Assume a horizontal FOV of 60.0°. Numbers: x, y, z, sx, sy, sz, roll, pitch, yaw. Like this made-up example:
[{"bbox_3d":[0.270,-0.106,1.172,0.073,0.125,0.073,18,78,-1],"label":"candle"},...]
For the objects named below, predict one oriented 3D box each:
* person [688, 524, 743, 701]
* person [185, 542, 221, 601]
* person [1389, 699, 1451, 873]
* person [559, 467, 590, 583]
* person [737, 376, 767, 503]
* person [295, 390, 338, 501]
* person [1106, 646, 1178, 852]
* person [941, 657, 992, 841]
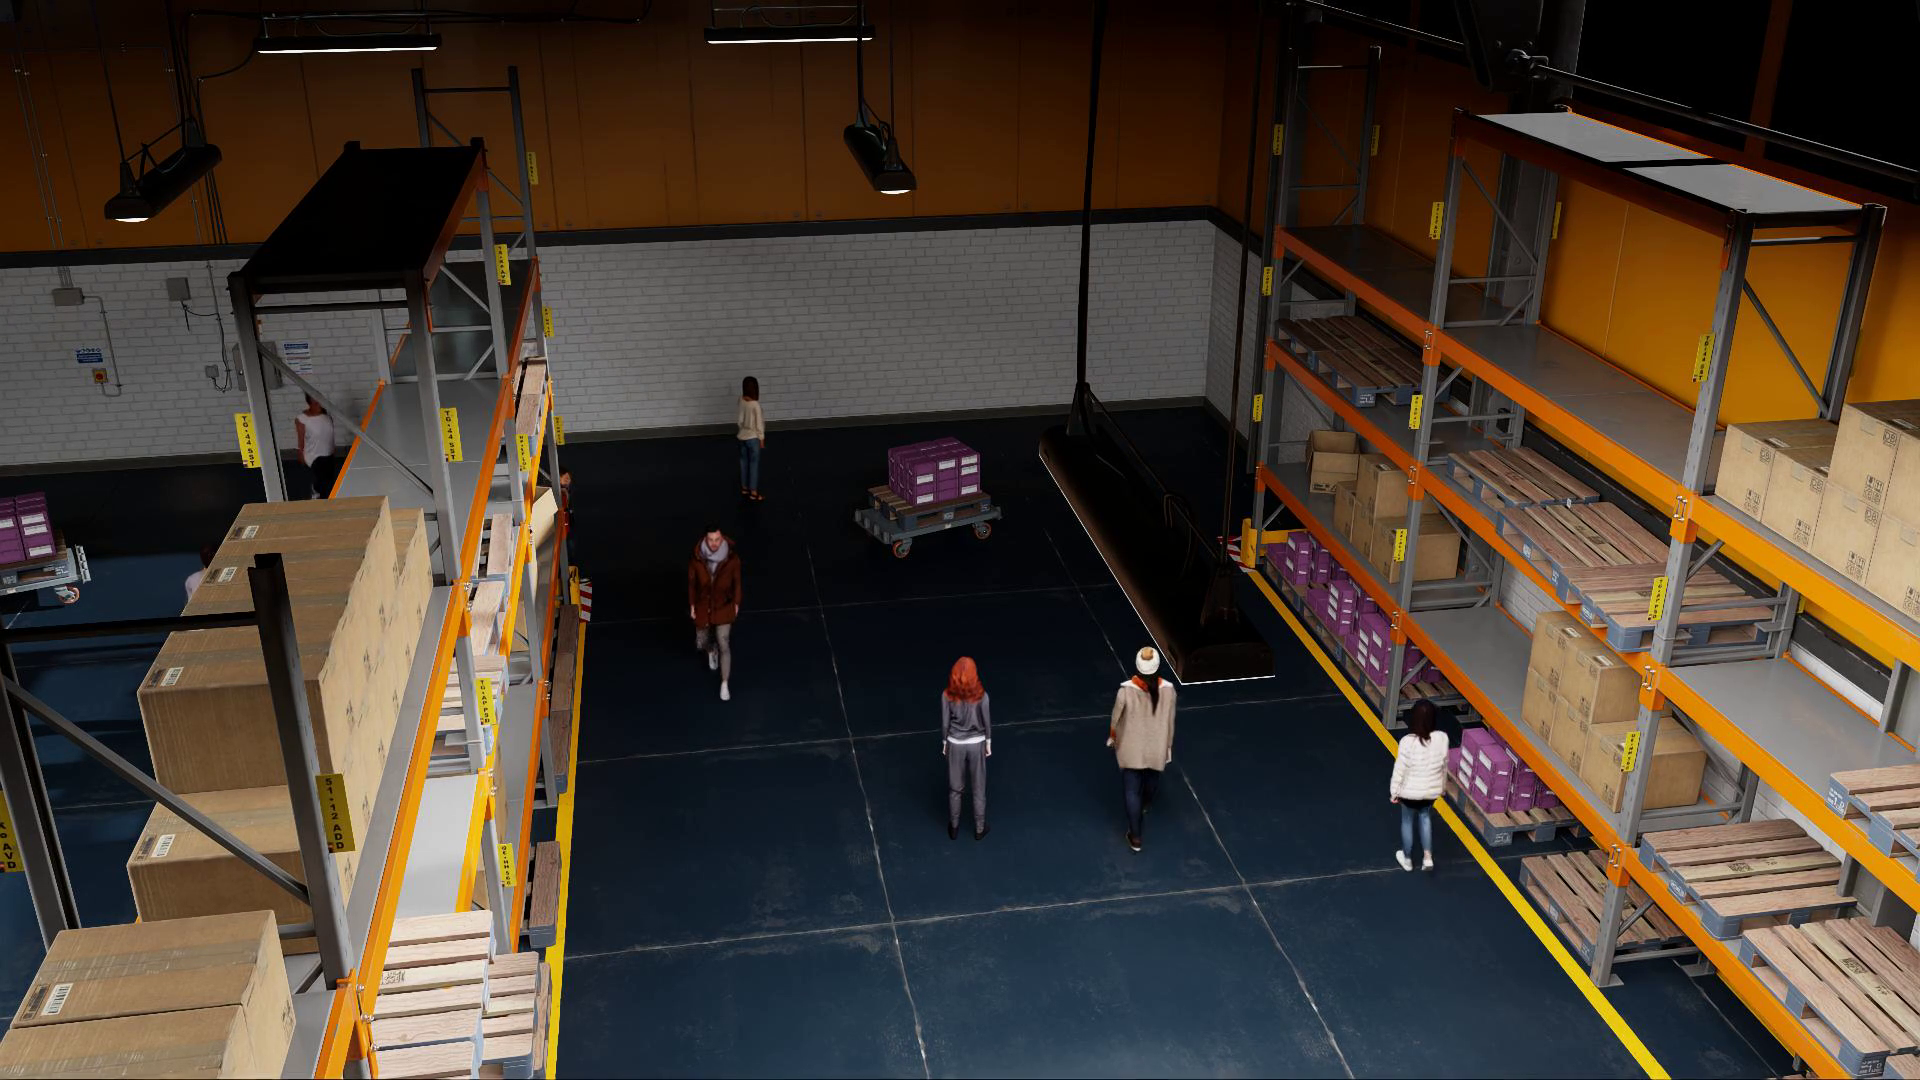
[{"bbox_3d":[-2.508,0.672,16.881,0.765,1.819,1.082,-2,24,-4],"label":"person"},{"bbox_3d":[-7.273,0.918,16.308,0.646,1.828,0.661,-6,24,-14],"label":"person"},{"bbox_3d":[3.861,2.096,13.860,0.633,1.631,0.708,-4,24,-8],"label":"person"},{"bbox_3d":[-4.639,-0.159,19.238,0.718,1.454,0.730,1,24,3],"label":"person"},{"bbox_3d":[-2.734,-1.319,21.614,0.765,1.677,0.666,-21,31,-39],"label":"person"},{"bbox_3d":[-8.192,-1.128,21.195,1.032,1.662,1.004,15,28,30],"label":"person"},{"bbox_3d":[1.569,1.797,14.270,0.787,1.850,1.130,-2,24,-4],"label":"person"},{"bbox_3d":[0.053,1.796,14.360,0.628,1.780,0.592,2,24,5],"label":"person"}]
